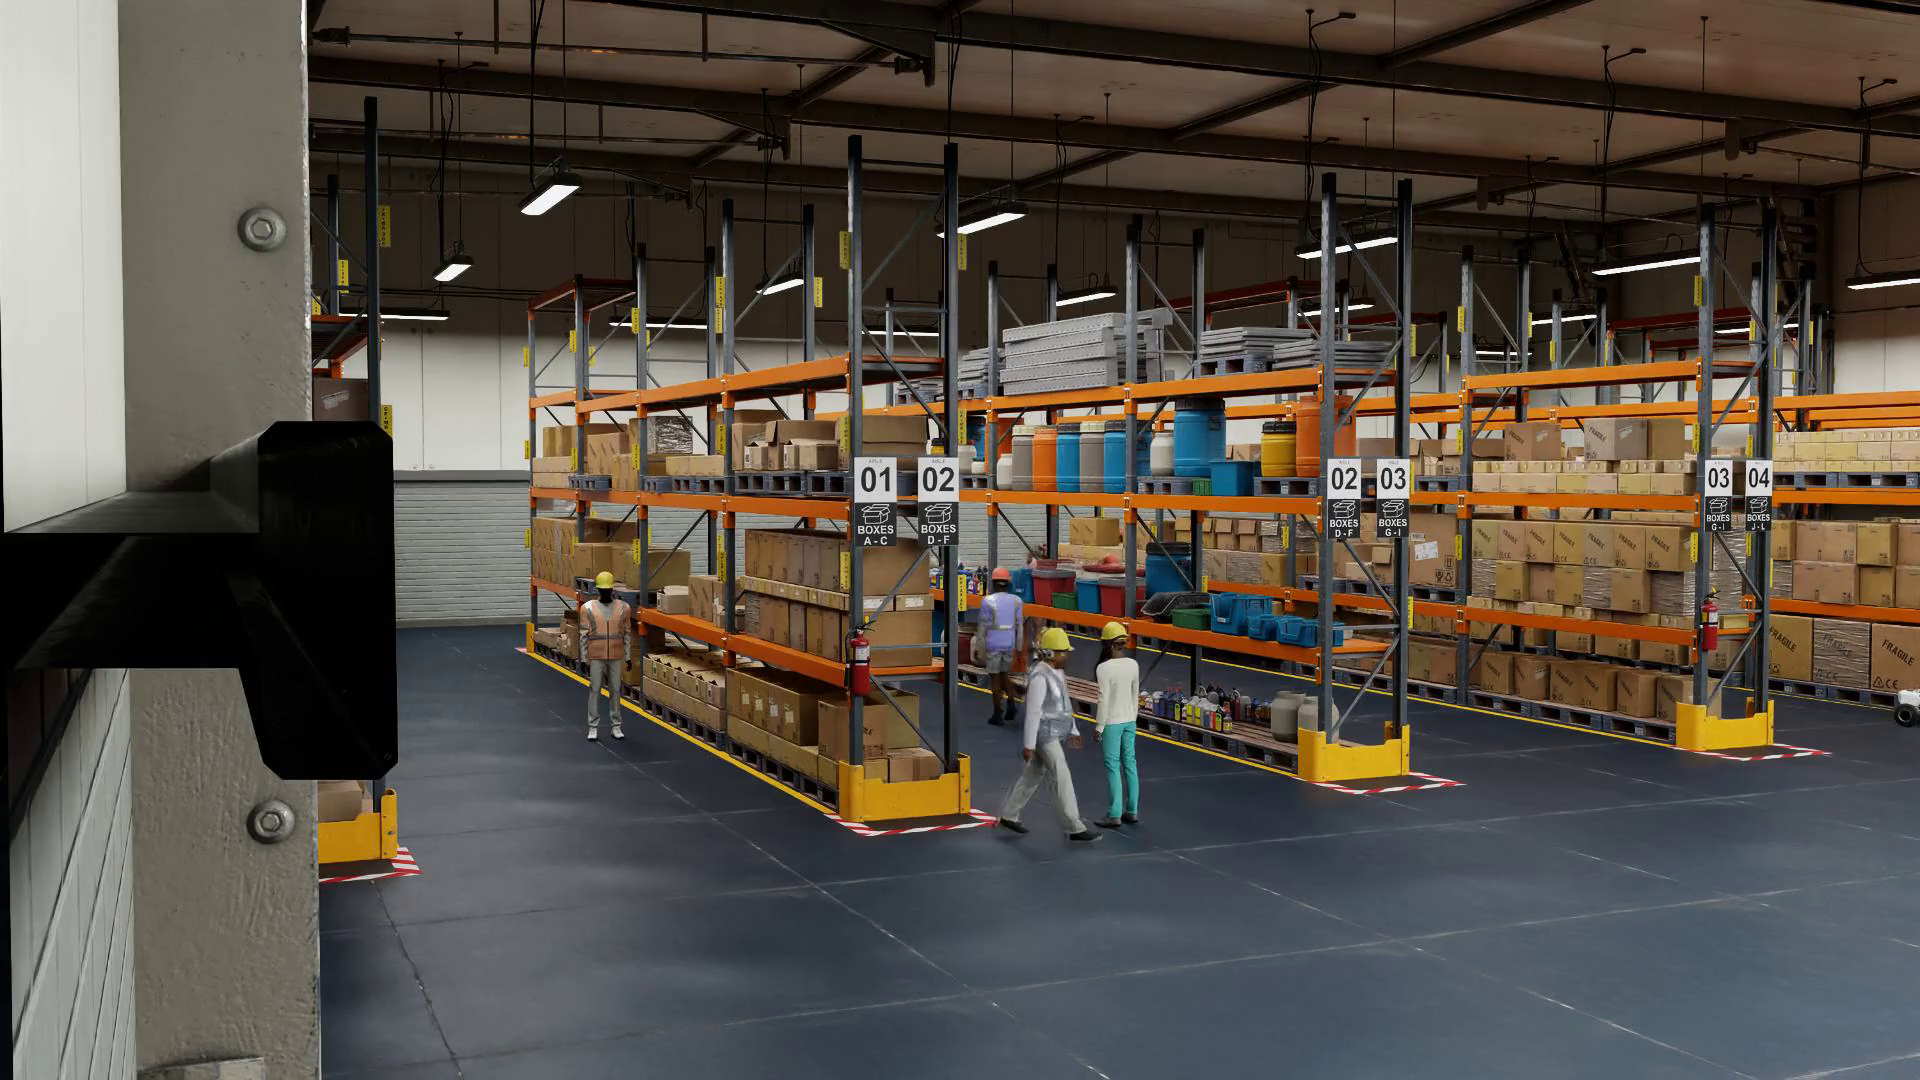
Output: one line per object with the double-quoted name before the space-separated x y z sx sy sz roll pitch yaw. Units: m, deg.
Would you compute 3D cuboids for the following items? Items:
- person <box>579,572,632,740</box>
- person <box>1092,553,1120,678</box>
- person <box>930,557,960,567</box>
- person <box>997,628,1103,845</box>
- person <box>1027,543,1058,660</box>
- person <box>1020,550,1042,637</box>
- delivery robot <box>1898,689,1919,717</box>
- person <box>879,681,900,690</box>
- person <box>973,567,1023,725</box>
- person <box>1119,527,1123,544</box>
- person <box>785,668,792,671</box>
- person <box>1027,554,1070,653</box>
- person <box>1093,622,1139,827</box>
"person" -4.053 1.323 20.526 0.595 1.923 0.380 -1 2 -21
"person" 2.160 1.129 26.035 0.557 1.899 0.971 -1 2 -28
"person" -0.295 0.923 30.964 0.614 1.930 1.084 -1 3 -30
"person" 0.710 1.613 14.895 0.927 1.788 0.591 1 2 13
"person" 1.412 0.997 29.208 0.645 1.913 0.409 0 2 -11
"person" 1.348 0.986 33.629 0.504 1.606 0.839 0 2 -11
"delivery robot" 11.685 1.935 21.507 0.707 0.478 0.477 2 3 44
"person" -0.921 1.390 22.745 0.537 1.603 0.708 -1 2 -18
"person" 0.465 1.284 21.764 0.567 1.917 0.409 -1 2 -28
"person" 3.309 0.688 37.033 0.447 1.924 0.569 -1 2 -15
"person" -1.968 1.301 22.097 0.528 1.849 0.716 2 3 37
"person" 1.377 0.981 30.112 1.026 1.885 0.650 2 3 40
"person" 1.342 1.593 15.539 0.326 1.767 0.533 2 3 45
